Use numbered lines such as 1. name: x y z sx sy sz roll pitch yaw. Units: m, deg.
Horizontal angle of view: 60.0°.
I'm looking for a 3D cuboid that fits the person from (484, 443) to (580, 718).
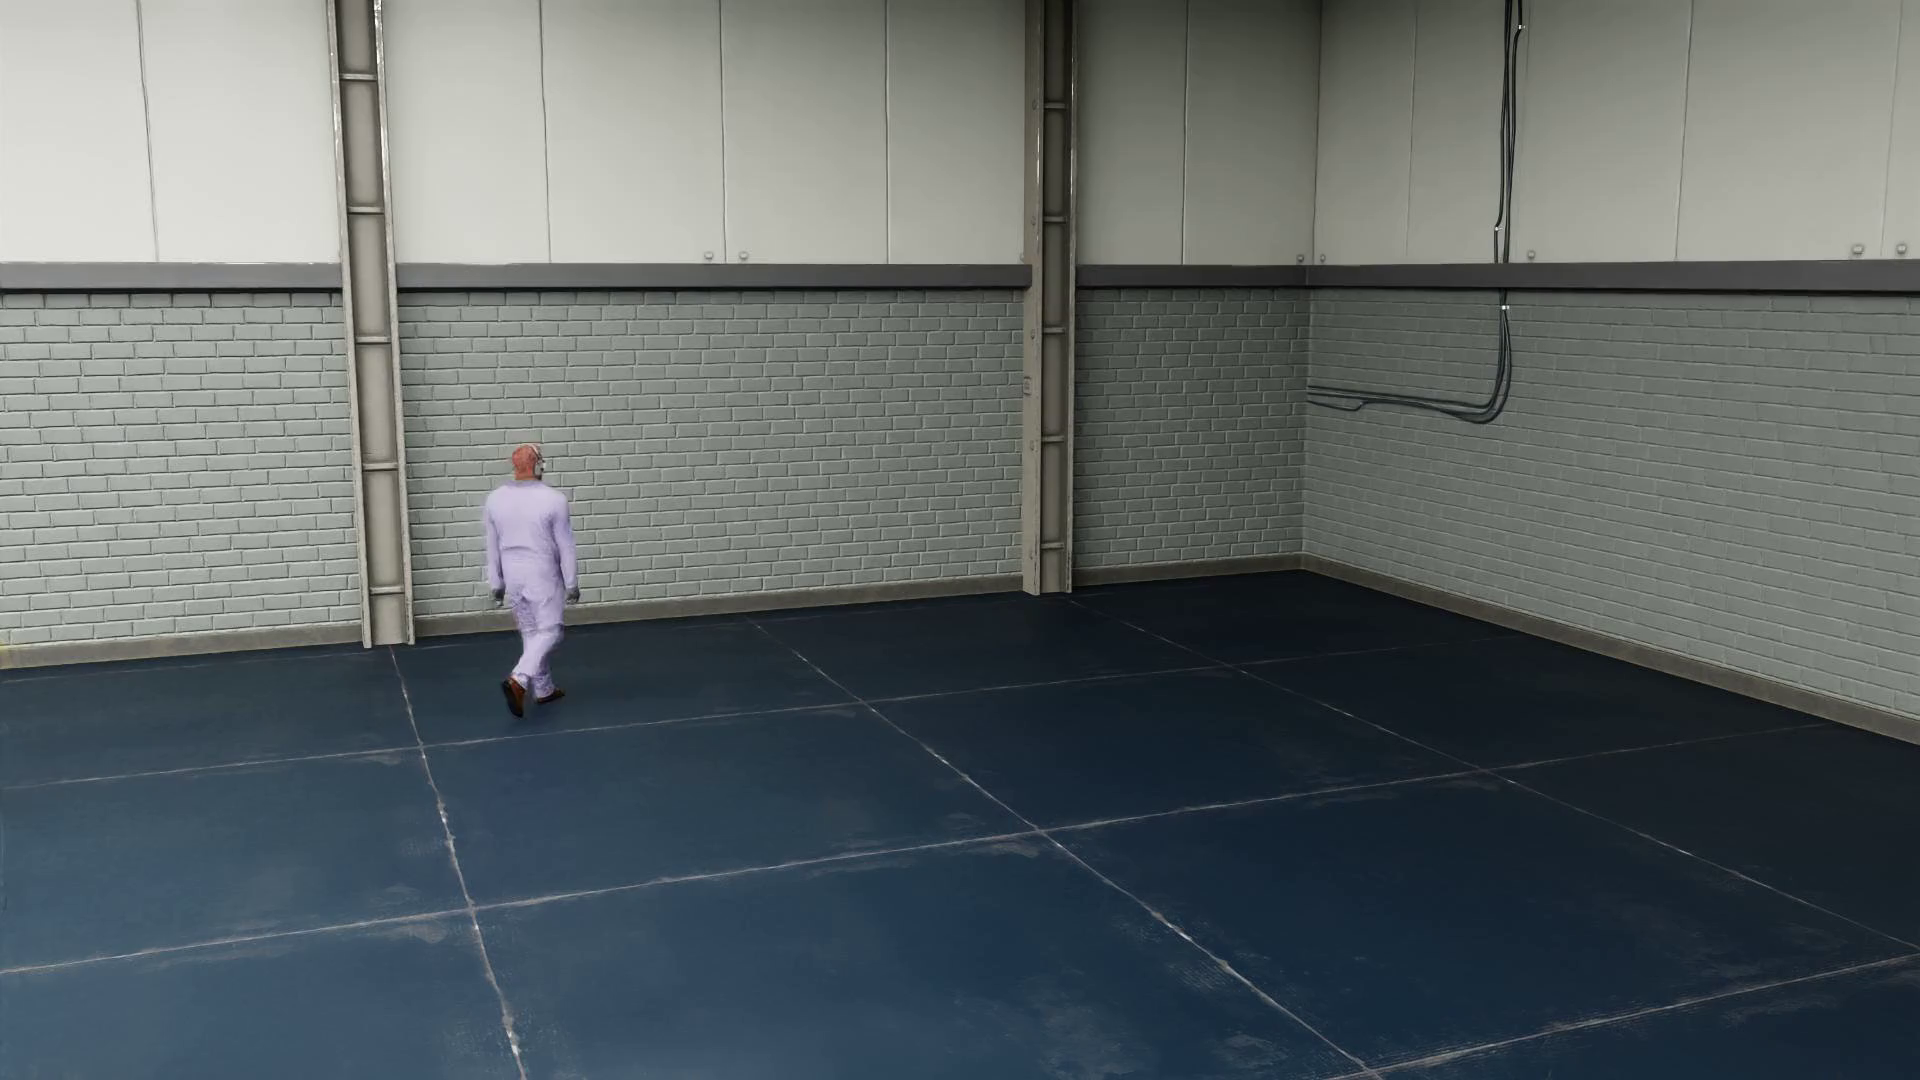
1. person: -2.975 0.271 11.511 0.650 1.885 0.795 4 10 21
